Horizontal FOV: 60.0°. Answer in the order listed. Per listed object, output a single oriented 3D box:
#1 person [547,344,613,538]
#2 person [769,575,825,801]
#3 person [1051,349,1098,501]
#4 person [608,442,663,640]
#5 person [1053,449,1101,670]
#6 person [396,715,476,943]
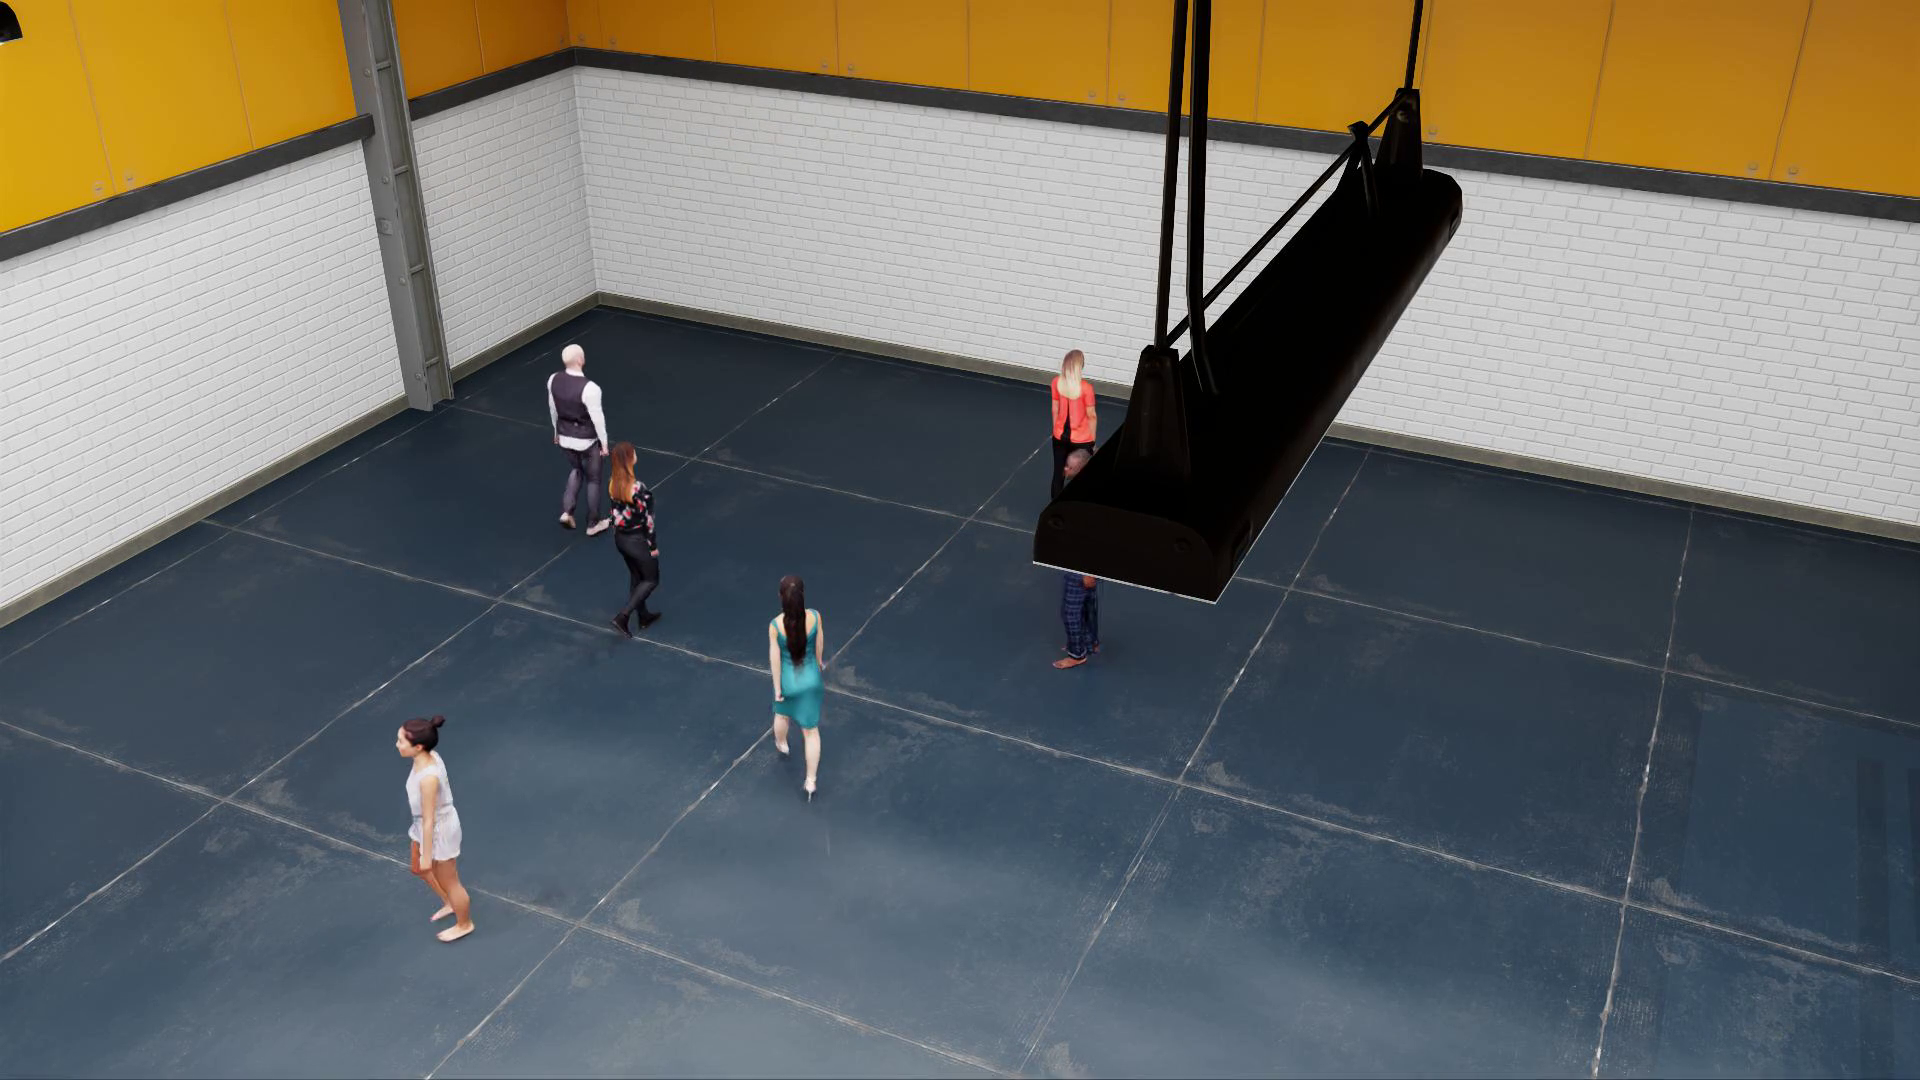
[{"bbox_3d":[-3.362,-0.816,14.511,0.680,1.805,0.772,12,31,21],"label":"person"},{"bbox_3d":[-1.070,1.026,11.292,0.916,1.654,0.997,-8,30,-14],"label":"person"},{"bbox_3d":[1.000,-0.897,14.774,0.615,1.694,0.564,17,33,28],"label":"person"},{"bbox_3d":[-2.609,0.036,13.088,0.695,1.671,0.872,21,35,33],"label":"person"},{"bbox_3d":[0.981,0.123,12.769,0.873,1.825,0.753,1,29,3],"label":"person"},{"bbox_3d":[-3.087,1.736,10.043,0.725,1.603,0.678,-14,31,-23],"label":"person"}]
